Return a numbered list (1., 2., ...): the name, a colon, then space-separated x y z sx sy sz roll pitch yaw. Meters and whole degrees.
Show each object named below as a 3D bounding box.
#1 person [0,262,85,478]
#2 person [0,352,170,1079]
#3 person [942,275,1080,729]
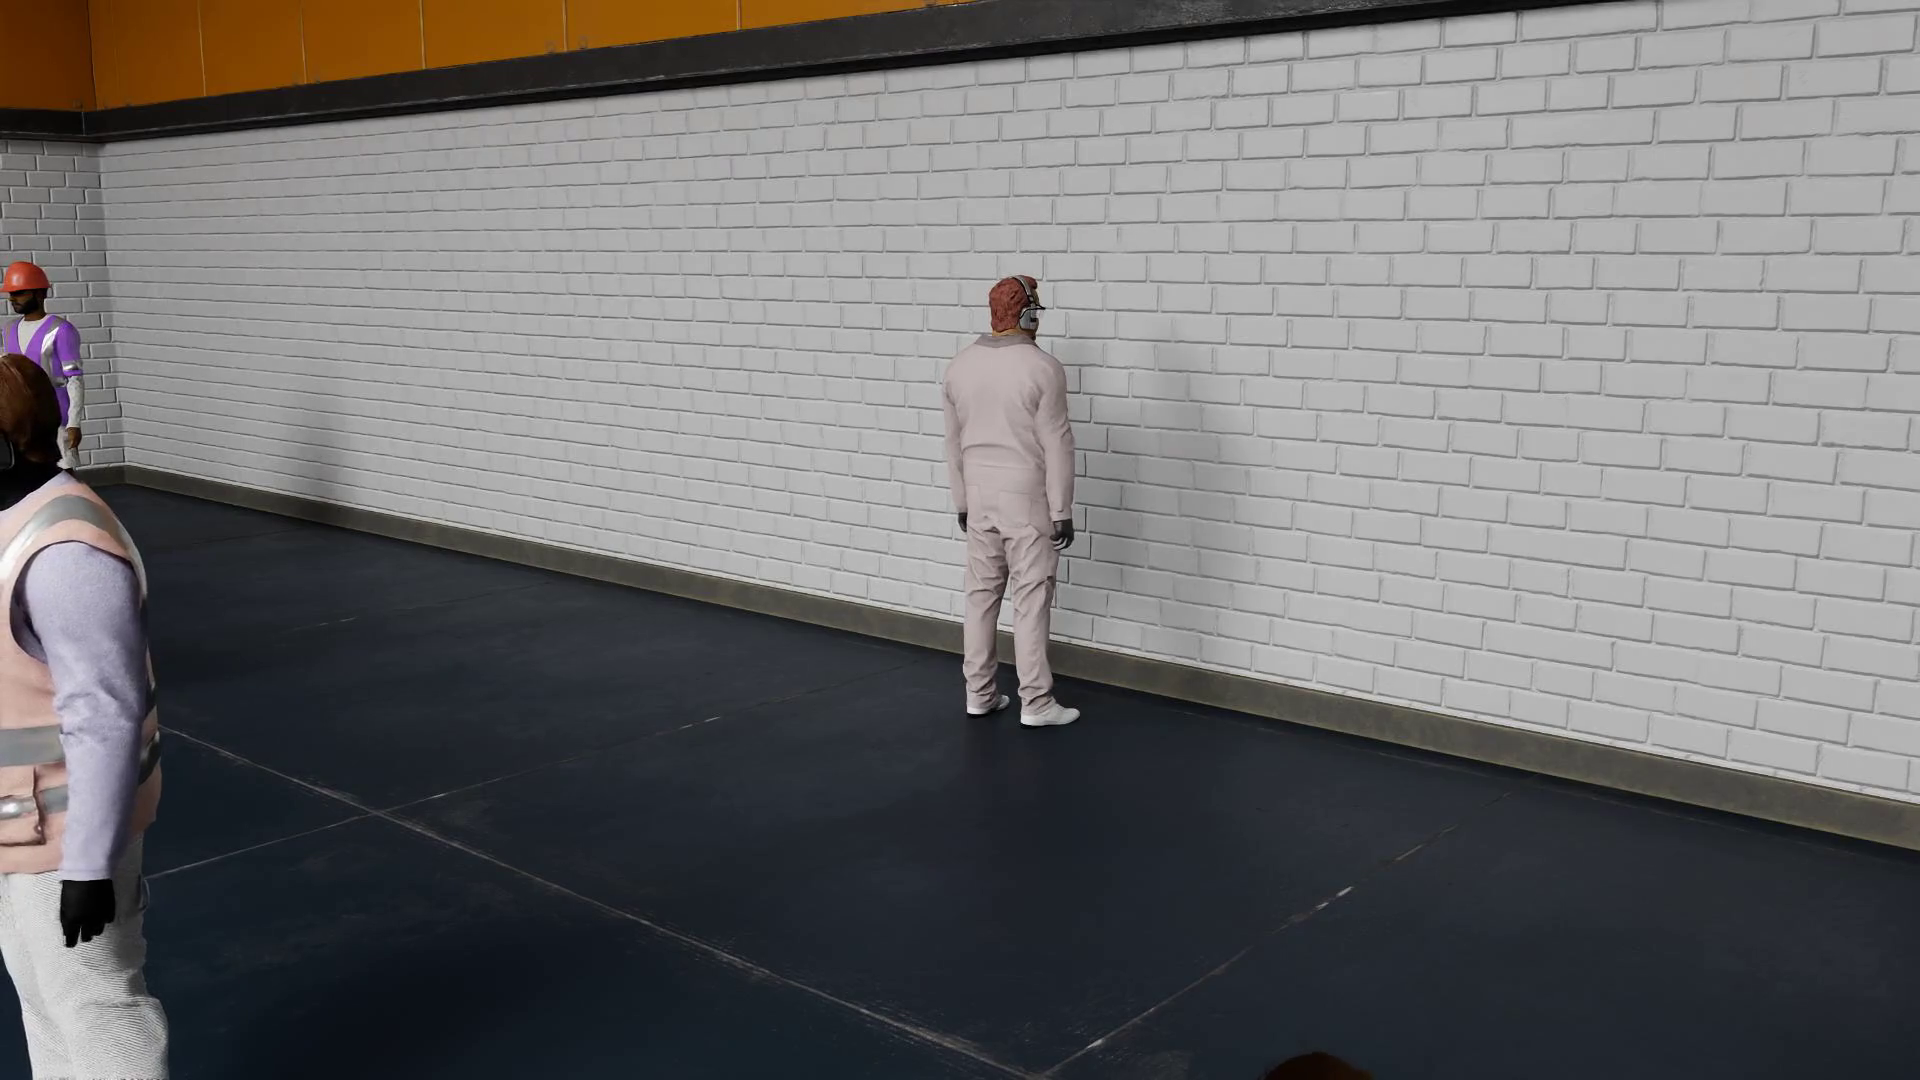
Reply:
1. person: -5.776 -0.769 10.451 0.553 1.935 0.361 3 10 16
2. person: -1.767 0.555 3.199 0.430 1.841 0.624 -9 14 -43
3. person: 0.237 -0.157 7.055 0.638 1.909 0.408 8 13 39
